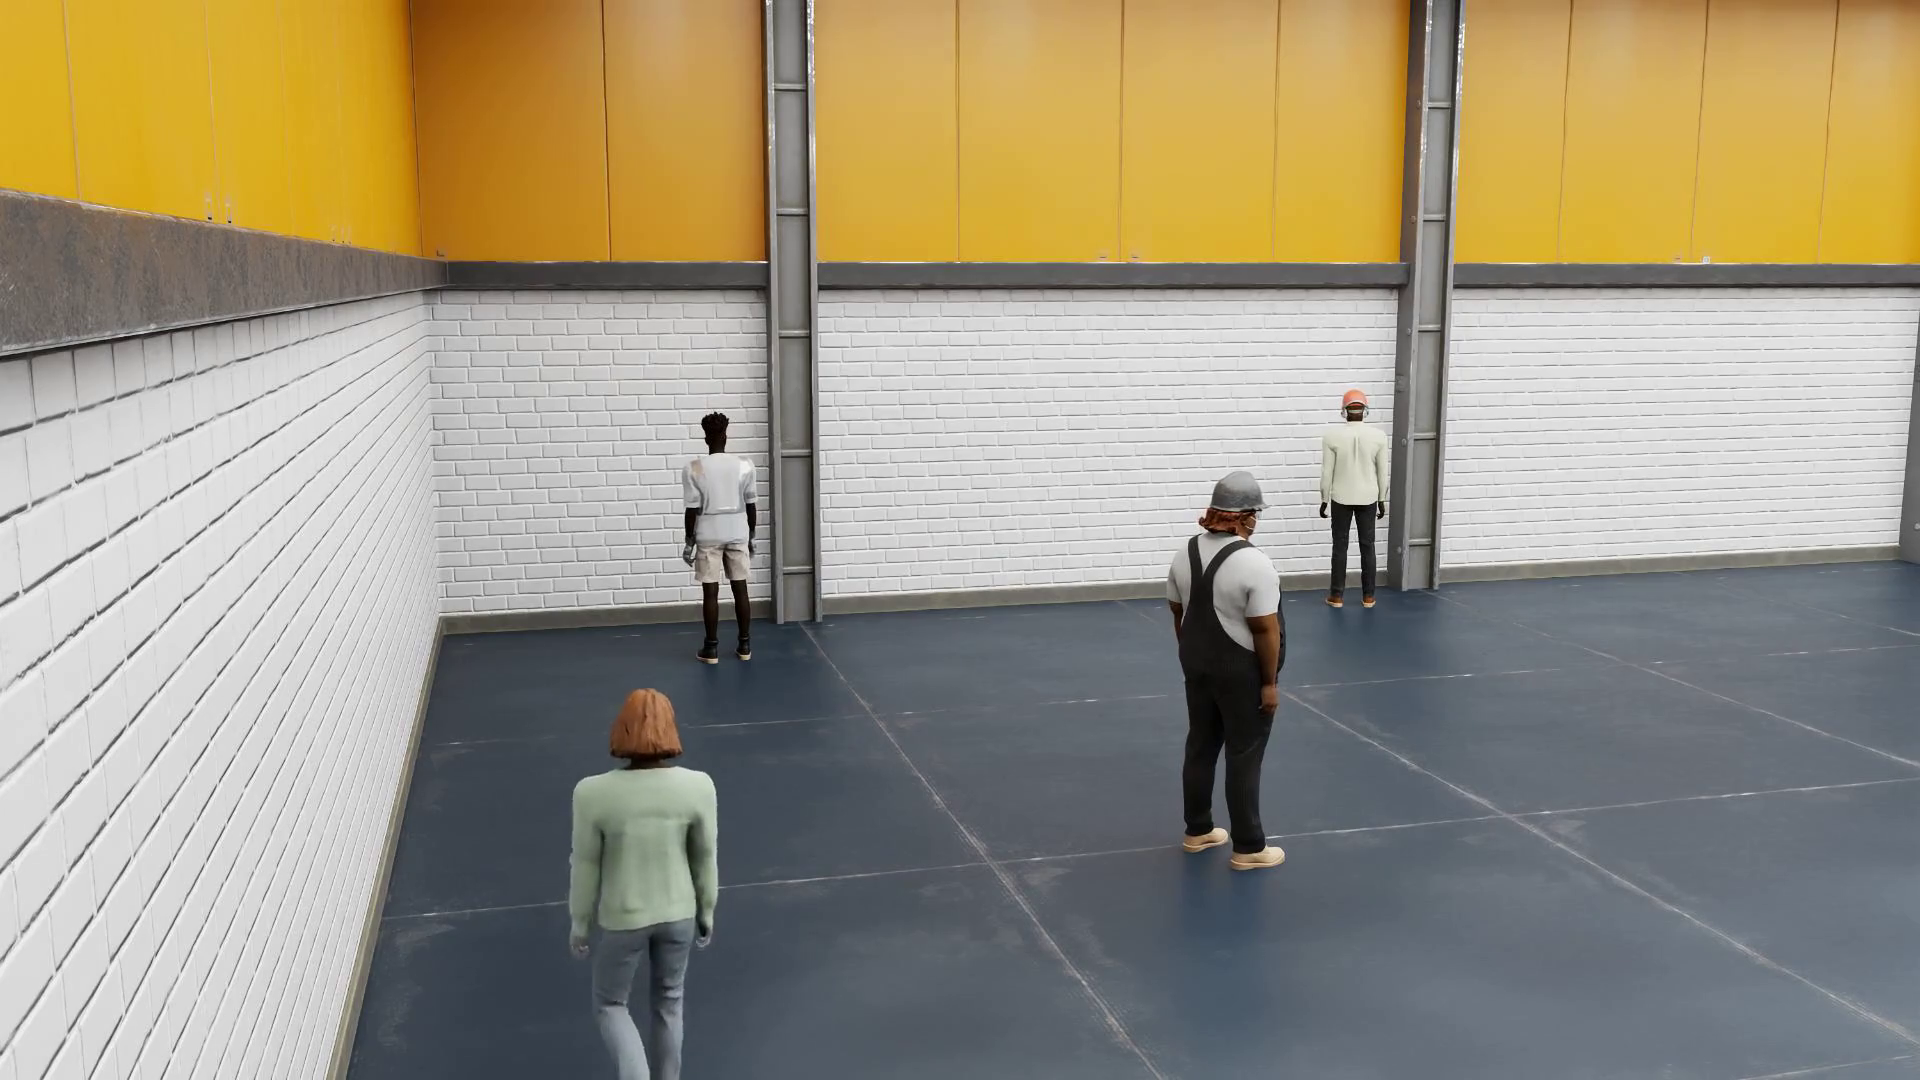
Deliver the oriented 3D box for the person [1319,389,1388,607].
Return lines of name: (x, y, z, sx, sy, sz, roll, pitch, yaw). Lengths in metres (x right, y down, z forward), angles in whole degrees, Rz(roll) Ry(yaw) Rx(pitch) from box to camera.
person: (3.570, -0.372, 15.109, 0.611, 1.987, 0.392, 1, 9, 5)

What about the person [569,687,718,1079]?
person: (-1.070, 1.313, 5.712, 0.518, 1.618, 0.545, -4, 10, -23)

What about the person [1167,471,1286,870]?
person: (1.418, 0.651, 8.556, 0.537, 2.000, 0.682, -7, 11, -36)

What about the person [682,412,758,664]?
person: (-1.869, -0.015, 12.969, 0.600, 1.959, 0.375, -4, 10, -23)
